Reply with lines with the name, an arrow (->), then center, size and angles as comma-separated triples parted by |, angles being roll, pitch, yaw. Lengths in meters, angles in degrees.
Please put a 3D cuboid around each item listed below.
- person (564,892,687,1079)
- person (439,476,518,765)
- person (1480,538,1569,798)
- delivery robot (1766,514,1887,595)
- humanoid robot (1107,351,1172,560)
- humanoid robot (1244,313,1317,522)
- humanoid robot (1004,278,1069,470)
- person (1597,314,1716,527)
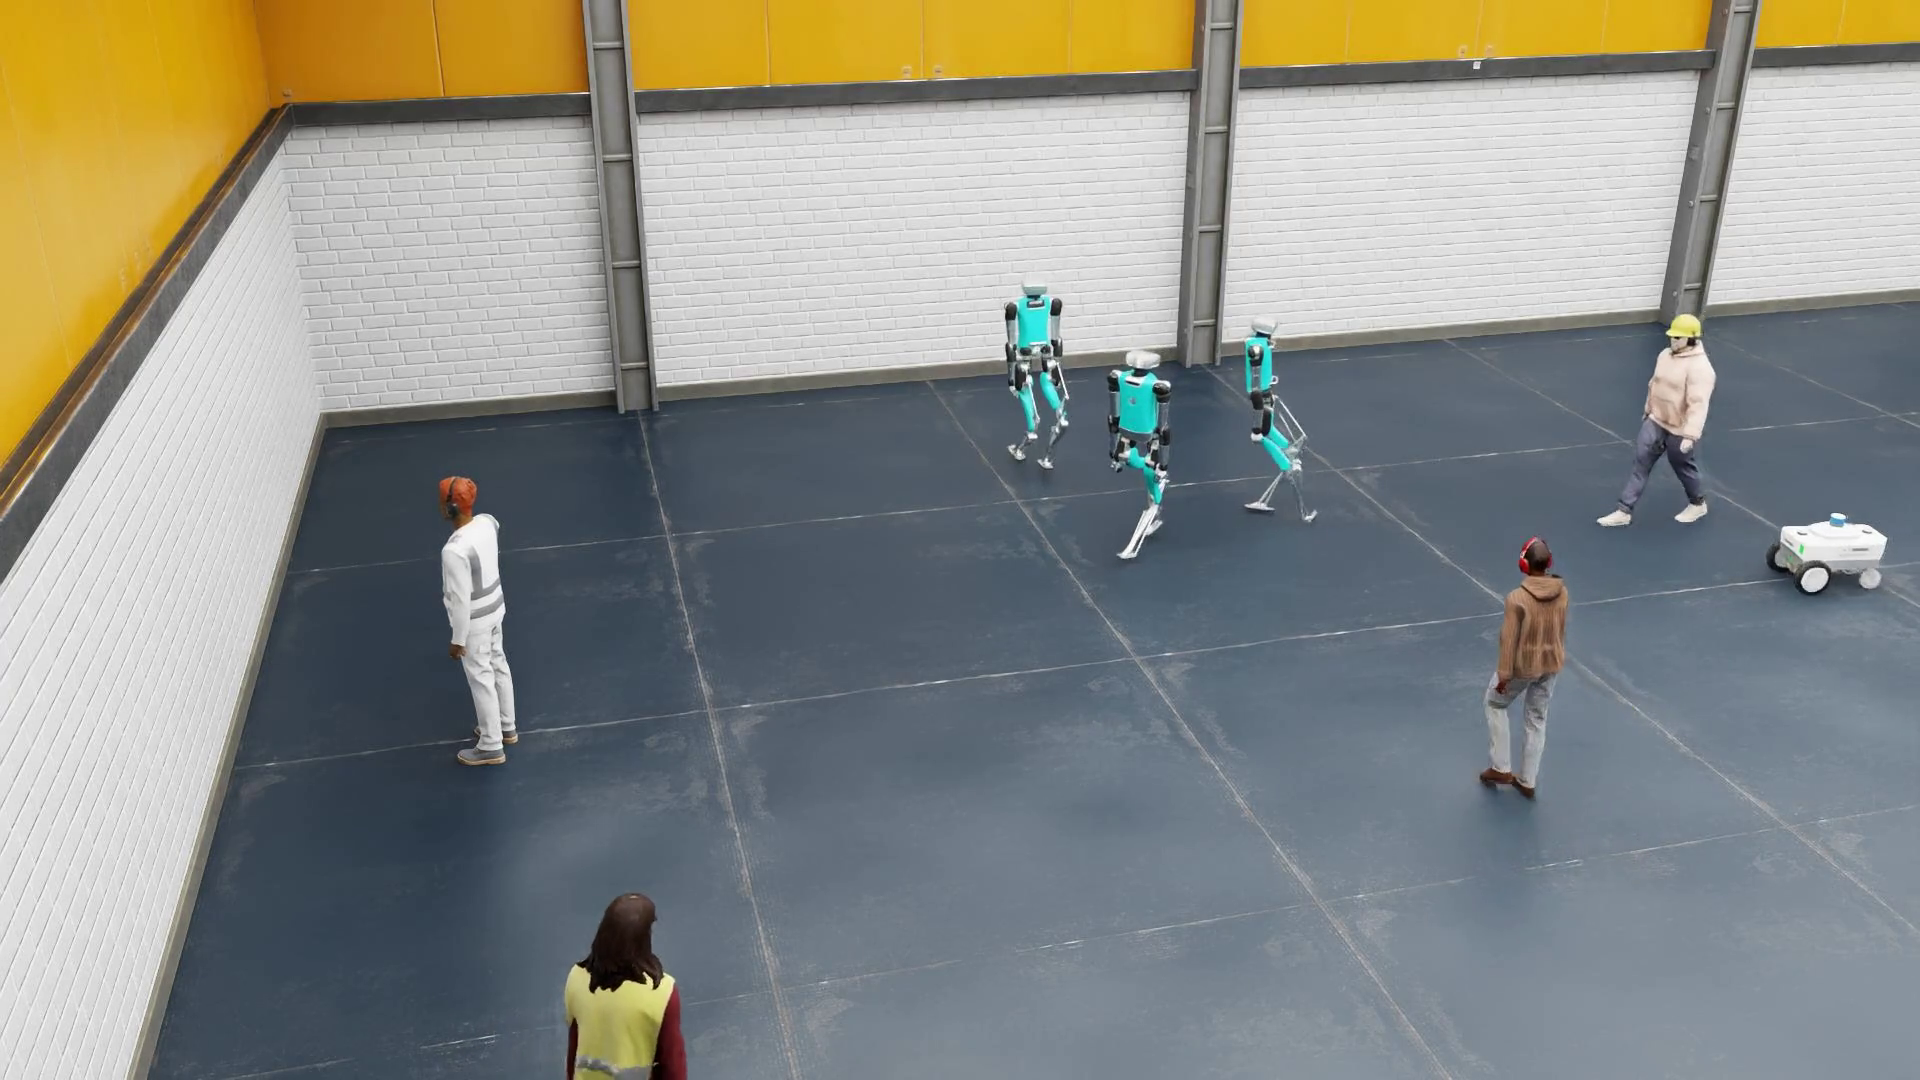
person -> -1.342, 2.230, 6.511 | 0.481, 1.721, 0.873 | 10, 26, 21
person -> -2.987, 0.492, 10.241 | 0.354, 1.882, 0.576 | 3, 24, 7
person -> 3.379, 0.769, 9.927 | 0.466, 1.633, 0.439 | -6, 24, -12
delivery robot -> 6.674, 0.095, 12.804 | 0.790, 0.606, 0.499 | -2, 24, -3
humanoid robot -> 1.514, -0.713, 13.187 | 0.535, 1.749, 1.012 | 16, 28, 31
humanoid robot -> 2.726, -0.944, 13.782 | 0.829, 1.870, 0.555 | 5, 24, 12
humanoid robot -> 0.709, -1.397, 14.722 | 0.538, 1.763, 0.922 | -7, 25, -16
person -> 5.856, -0.971, 13.655 | 0.983, 1.818, 0.807 | -9, 25, -19
